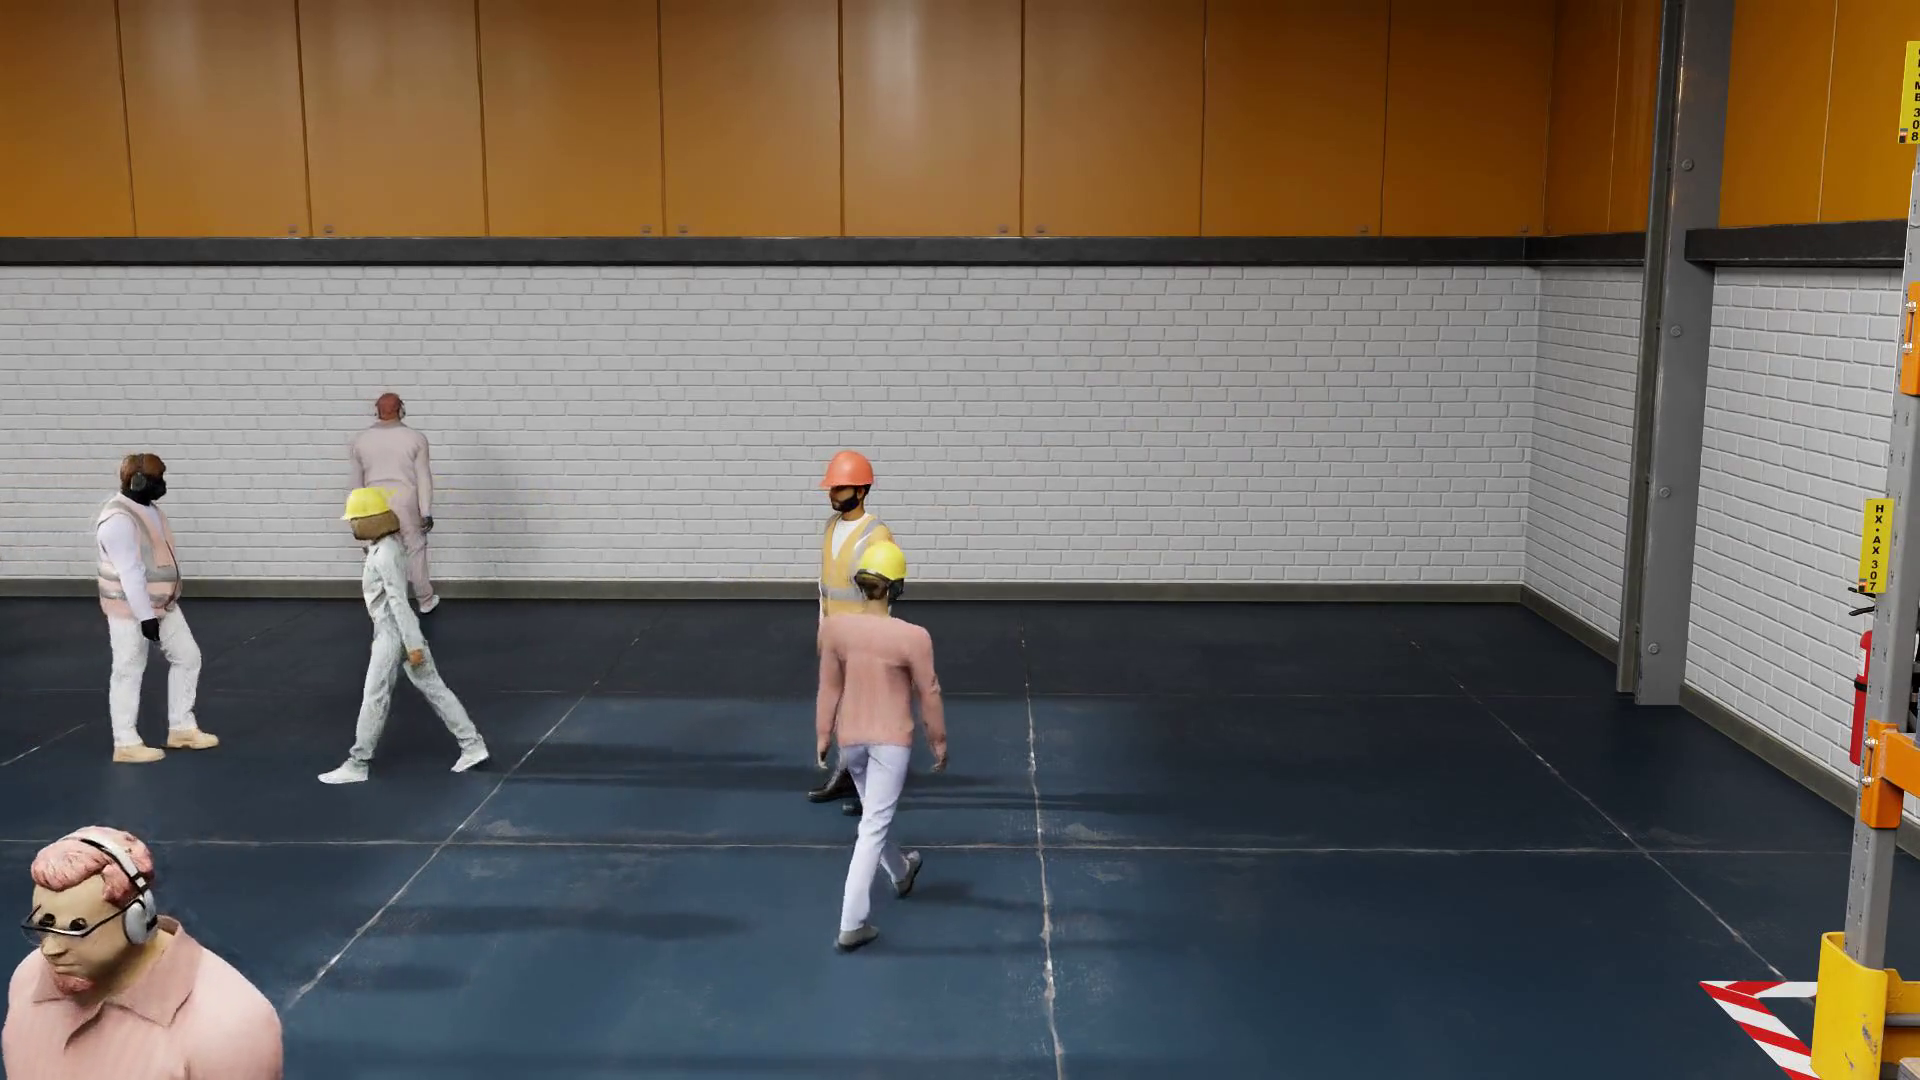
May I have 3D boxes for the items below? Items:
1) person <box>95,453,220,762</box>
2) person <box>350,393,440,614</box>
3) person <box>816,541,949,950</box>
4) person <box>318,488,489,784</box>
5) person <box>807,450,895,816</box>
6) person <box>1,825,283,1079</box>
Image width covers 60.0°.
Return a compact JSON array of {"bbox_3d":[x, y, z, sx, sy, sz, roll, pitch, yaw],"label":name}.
[{"bbox_3d":[-4.689,0.404,9.720,0.682,1.818,0.637,0,9,-2],"label":"person"},{"bbox_3d":[-4.582,-0.265,13.551,0.672,1.868,0.818,0,9,-1],"label":"person"},{"bbox_3d":[-0.325,0.857,7.291,0.549,1.711,0.921,5,11,26],"label":"person"},{"bbox_3d":[-3.130,0.535,9.343,0.918,1.687,0.500,-2,10,-13],"label":"person"},{"bbox_3d":[-0.582,0.488,8.850,0.349,1.942,0.545,-8,13,-41],"label":"person"},{"bbox_3d":[-1.658,1.467,3.255,0.657,1.844,1.009,3,10,17],"label":"person"}]
